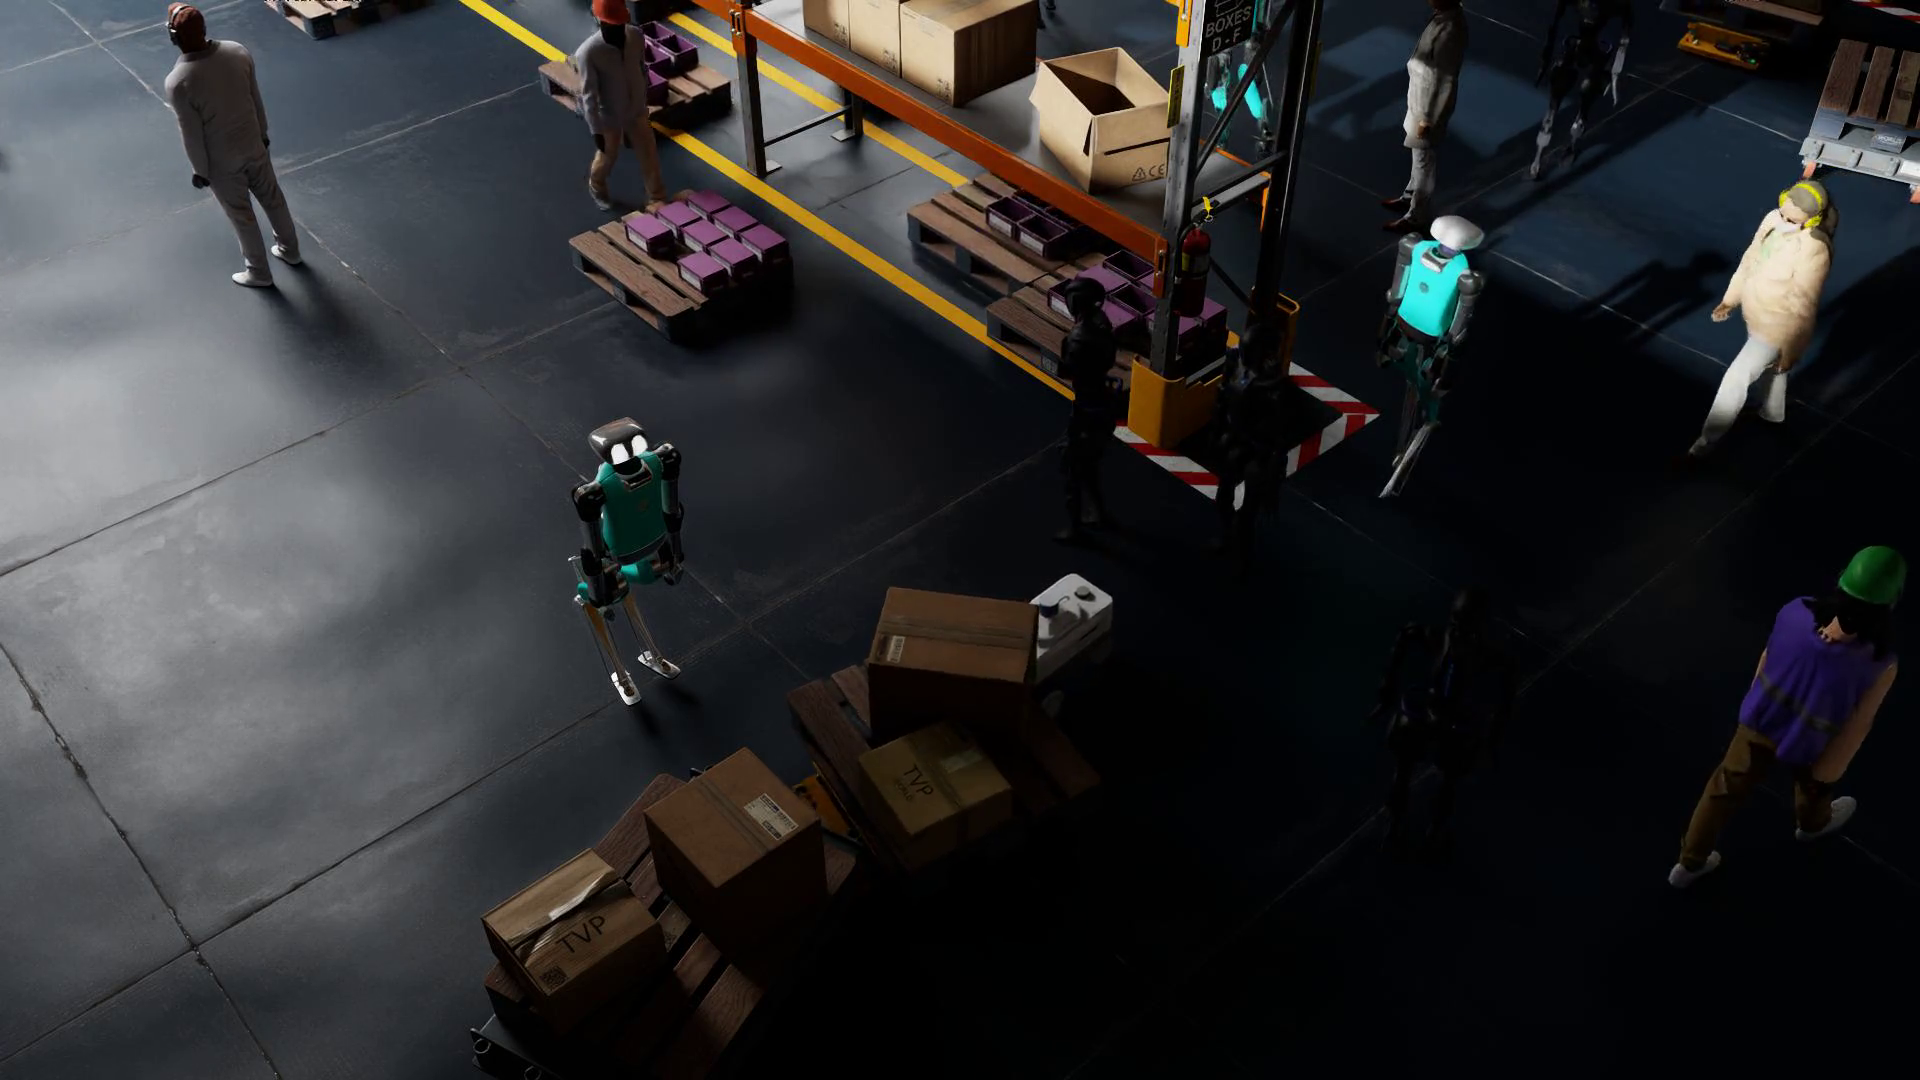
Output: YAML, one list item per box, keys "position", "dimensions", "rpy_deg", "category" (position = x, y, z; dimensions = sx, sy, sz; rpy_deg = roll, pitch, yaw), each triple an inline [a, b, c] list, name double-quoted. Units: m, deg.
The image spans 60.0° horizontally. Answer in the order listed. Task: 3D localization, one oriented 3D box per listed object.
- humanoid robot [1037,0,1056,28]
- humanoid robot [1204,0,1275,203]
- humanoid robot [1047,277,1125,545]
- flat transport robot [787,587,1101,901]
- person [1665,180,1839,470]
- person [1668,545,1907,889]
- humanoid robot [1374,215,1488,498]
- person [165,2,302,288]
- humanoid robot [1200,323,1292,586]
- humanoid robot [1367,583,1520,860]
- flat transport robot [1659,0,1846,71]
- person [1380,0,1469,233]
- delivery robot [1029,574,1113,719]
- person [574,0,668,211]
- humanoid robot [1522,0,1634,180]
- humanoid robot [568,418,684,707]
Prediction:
- position: [0.667, -5.033, 13.536]
  dimensions: [0.589, 1.644, 0.427]
  rpy_deg: [-10, 44, -11]
  category: "humanoid robot"
- position: [1.987, -3.110, 11.435]
  dimensions: [0.533, 1.786, 1.000]
  rpy_deg: [-13, 44, -14]
  category: "humanoid robot"
- position: [0.688, -0.641, 8.759]
  dimensions: [0.384, 1.636, 0.613]
  rpy_deg: [14, 44, 14]
  category: "humanoid robot"
- position: [-0.141, 1.156, 7.837]
  dimensions: [1.431, 0.231, 0.659]
  rpy_deg: [-22, 47, -22]
  category: "flat transport robot"
- position: [4.553, -1.237, 9.295]
  dimensions: [0.831, 1.837, 0.604]
  rpy_deg: [-1, 43, -1]
  category: "person"
- position: [3.639, 0.745, 7.093]
  dimensions: [1.004, 1.873, 0.543]
  rpy_deg: [-24, 48, -24]
  category: "person"
- position: [2.614, -1.027, 9.146]
  dimensions: [0.760, 1.812, 0.568]
  rpy_deg: [-28, 50, -27]
  category: "humanoid robot"
- position: [-4.674, -2.502, 10.608]
  dimensions: [0.407, 1.909, 0.636]
  rpy_deg: [20, 46, 20]
  category: "person"
- position: [1.486, -0.455, 8.562]
  dimensions: [0.320, 1.646, 0.596]
  rpy_deg: [-22, 47, -22]
  category: "humanoid robot"
- position: [2.064, 0.800, 7.186]
  dimensions: [0.586, 1.659, 0.340]
  rpy_deg: [17, 45, 17]
  category: "humanoid robot"
- position: [6.526, -4.305, 13.778]
  dimensions: [0.659, 0.231, 1.431]
  rpy_deg: [27, 49, 26]
  category: "flat transport robot"
- position: [3.123, -2.915, 11.116]
  dimensions: [0.369, 1.828, 0.502]
  rpy_deg: [8, 43, 8]
  category: "person"
- position: [0.437, 0.502, 8.332]
  dimensions: [0.766, 0.587, 0.499]
  rpy_deg: [-34, 52, -31]
  category: "delivery robot"
- position: [-2.310, -2.909, 11.192]
  dimensions: [0.579, 1.712, 0.878]
  rpy_deg: [-33, 52, -31]
  category: "person"
- position: [4.355, -3.285, 11.652]
  dimensions: [0.611, 1.627, 0.745]
  rpy_deg: [21, 46, 21]
  category: "humanoid robot"
- position: [-1.638, 0.036, 7.872]
  dimensions: [0.533, 1.677, 0.735]
  rpy_deg: [-32, 51, -30]
  category: "humanoid robot"
